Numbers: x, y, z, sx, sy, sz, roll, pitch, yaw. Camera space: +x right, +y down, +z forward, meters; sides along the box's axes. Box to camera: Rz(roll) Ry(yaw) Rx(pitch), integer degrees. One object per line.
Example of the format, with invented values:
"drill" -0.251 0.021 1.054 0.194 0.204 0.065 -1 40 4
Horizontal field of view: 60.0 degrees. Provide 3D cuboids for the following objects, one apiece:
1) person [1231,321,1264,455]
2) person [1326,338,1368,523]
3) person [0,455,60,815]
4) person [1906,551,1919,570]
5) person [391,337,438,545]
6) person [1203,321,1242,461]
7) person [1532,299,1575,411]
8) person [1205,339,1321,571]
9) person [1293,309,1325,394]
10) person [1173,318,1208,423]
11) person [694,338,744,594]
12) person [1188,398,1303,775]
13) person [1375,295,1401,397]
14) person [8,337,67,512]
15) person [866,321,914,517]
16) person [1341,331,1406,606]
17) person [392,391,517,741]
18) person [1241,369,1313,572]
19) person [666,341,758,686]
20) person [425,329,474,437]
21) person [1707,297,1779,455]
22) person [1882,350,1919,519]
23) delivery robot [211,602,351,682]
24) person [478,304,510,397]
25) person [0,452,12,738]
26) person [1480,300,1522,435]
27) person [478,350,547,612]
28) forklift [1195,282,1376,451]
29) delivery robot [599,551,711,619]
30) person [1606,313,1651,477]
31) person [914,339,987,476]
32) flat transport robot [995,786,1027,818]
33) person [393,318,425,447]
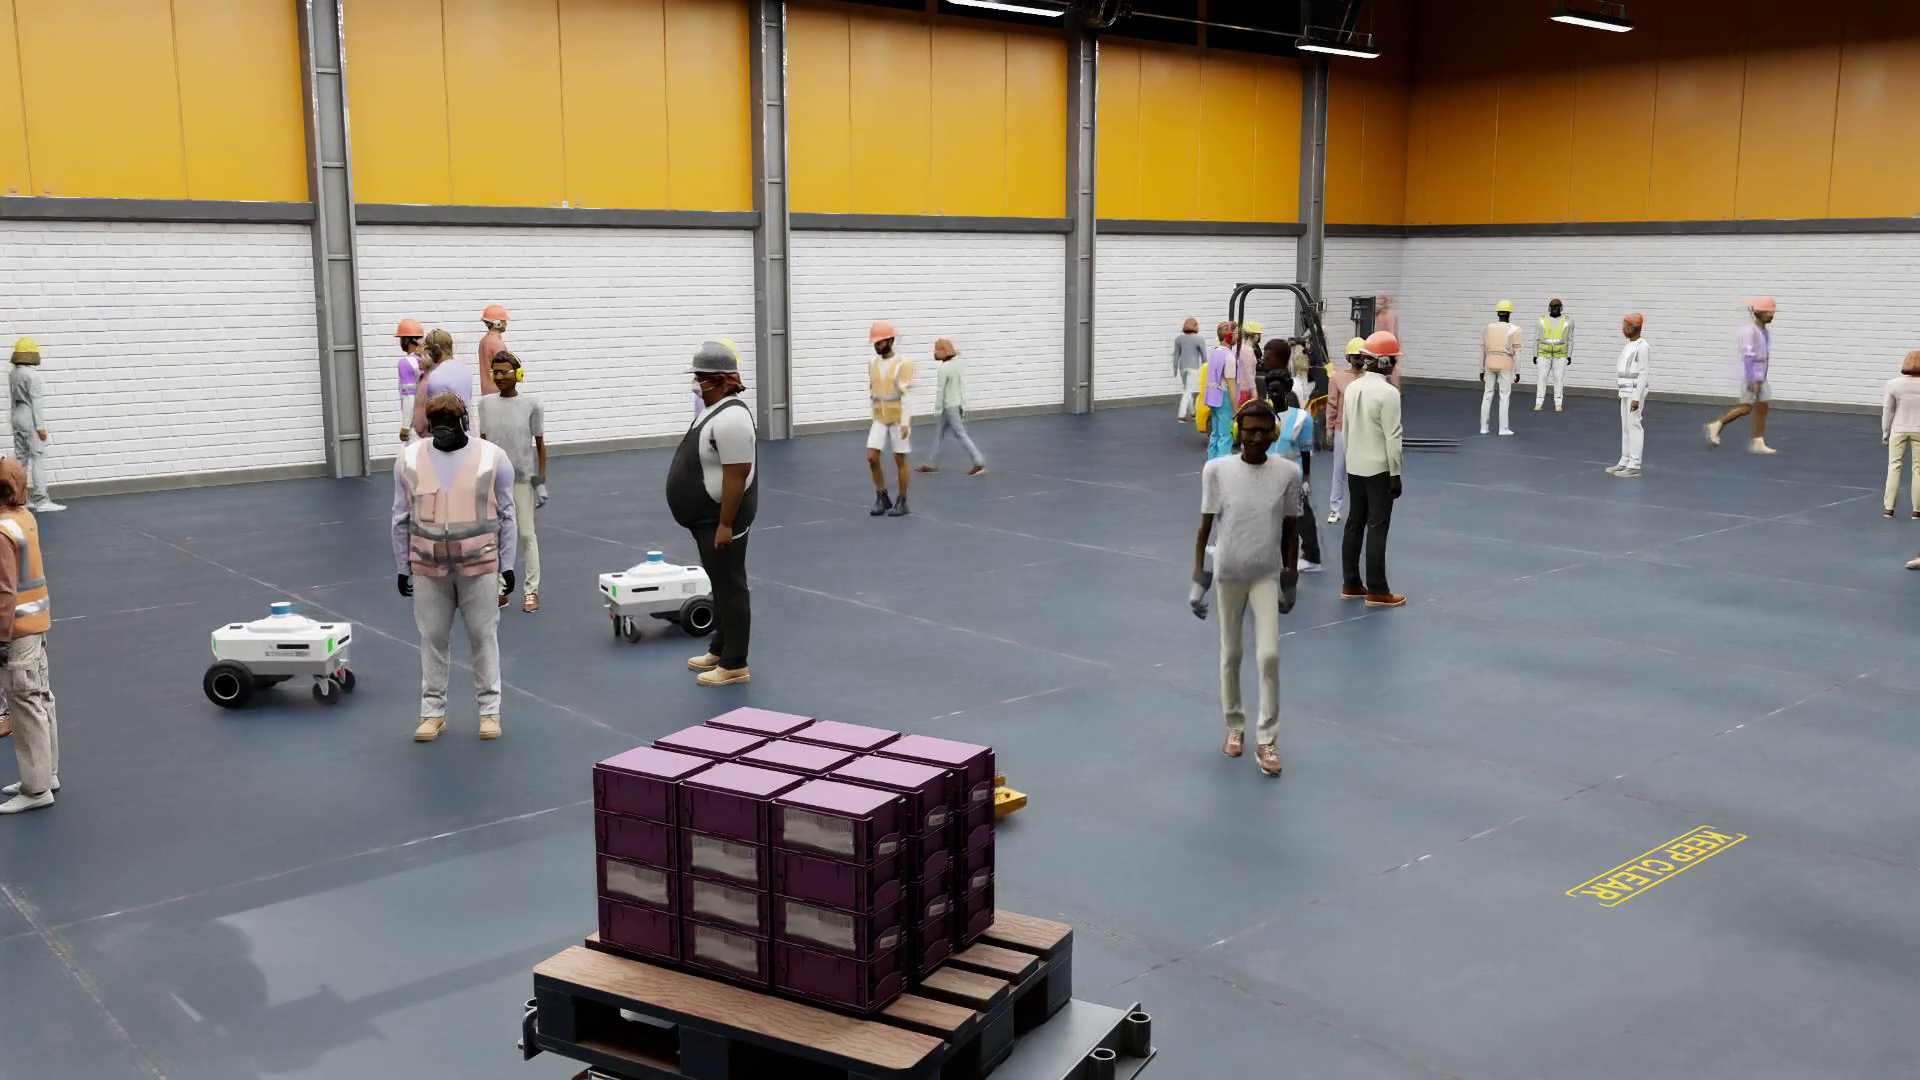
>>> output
"person" 3.672 -1.927 21.189 0.931 1.708 0.539 2 10 12
"person" 3.733 -1.028 15.758 0.533 1.769 0.310 2 10 13
"person" -4.330 0.423 7.623 0.309 1.645 0.514 -3 10 -19
"person" 7.934 -0.643 13.275 0.347 1.846 0.505 -6 11 -31
"person" -4.520 -0.878 14.642 0.955 1.853 0.640 -2 10 -12
"person" 2.810 -1.411 17.761 0.389 1.849 0.567 -2 10 -14
"person" 9.699 -3.024 27.233 0.633 1.841 0.429 4 10 21
"person" 2.470 -0.664 13.316 0.978 1.865 0.613 0 10 -1
"person" 5.032 -2.406 23.675 0.706 1.824 0.640 -1 10 -4
"person" 3.546 -2.601 25.496 0.504 1.587 0.864 8 12 39
"person" -1.802 -0.558 12.546 0.386 1.922 0.594 1 10 4
"person" 1.406 0.224 8.227 0.540 1.841 0.764 2 10 10
"person" 7.416 -3.380 29.276 0.935 1.859 0.668 -4 10 -22
"person" -9.223 -1.142 16.525 0.550 1.730 0.391 7 12 34
"person" -0.687 -1.159 16.120 0.570 1.912 0.563 5 11 28
"person" 3.011 -0.518 12.102 0.375 1.997 0.612 -4 11 -23
"person" -2.641 0.140 8.704 0.632 1.842 0.429 -1 10 -7
"person" 2.380 -0.442 12.531 0.537 1.695 0.320 2 10 14
"person" -1.473 -0.164 9.900 0.537 2.000 0.678 -3 10 -15
"person" -4.273 -0.798 13.933 0.372 1.933 0.627 1 10 6
"person" 10.148 -2.120 21.409 0.613 2.024 0.790 -7 12 -36
"person" 9.191 -1.018 16.085 0.500 1.636 0.286 7 12 34
"delivery robot" -3.865 0.600 9.498 0.707 0.478 0.477 0 10 0
"person" -5.162 -1.627 18.594 0.375 1.997 0.609 -7 12 -36
"person" -5.190 0.122 8.733 0.521 1.869 0.328 5 11 25
"person" 7.692 -2.447 23.661 0.601 1.912 0.422 8 13 40
"person" -3.199 -0.412 11.847 0.518 1.874 0.329 1 10 4
"forklift" 4.328 -2.346 22.227 2.313 2.155 1.214 3 10 16
"delivery robot" -2.040 0.320 11.138 0.707 0.478 0.477 -5 11 -27
"person" 7.723 -1.665 19.139 0.353 1.887 0.573 1 10 5
"person" -0.089 -1.537 19.256 0.887 1.587 0.502 3 10 16
"flat transport robot" -0.443 1.163 7.304 1.431 0.197 0.652 -8 13 -41
"person" -5.243 -1.162 16.042 0.377 1.938 0.547 2 10 14
